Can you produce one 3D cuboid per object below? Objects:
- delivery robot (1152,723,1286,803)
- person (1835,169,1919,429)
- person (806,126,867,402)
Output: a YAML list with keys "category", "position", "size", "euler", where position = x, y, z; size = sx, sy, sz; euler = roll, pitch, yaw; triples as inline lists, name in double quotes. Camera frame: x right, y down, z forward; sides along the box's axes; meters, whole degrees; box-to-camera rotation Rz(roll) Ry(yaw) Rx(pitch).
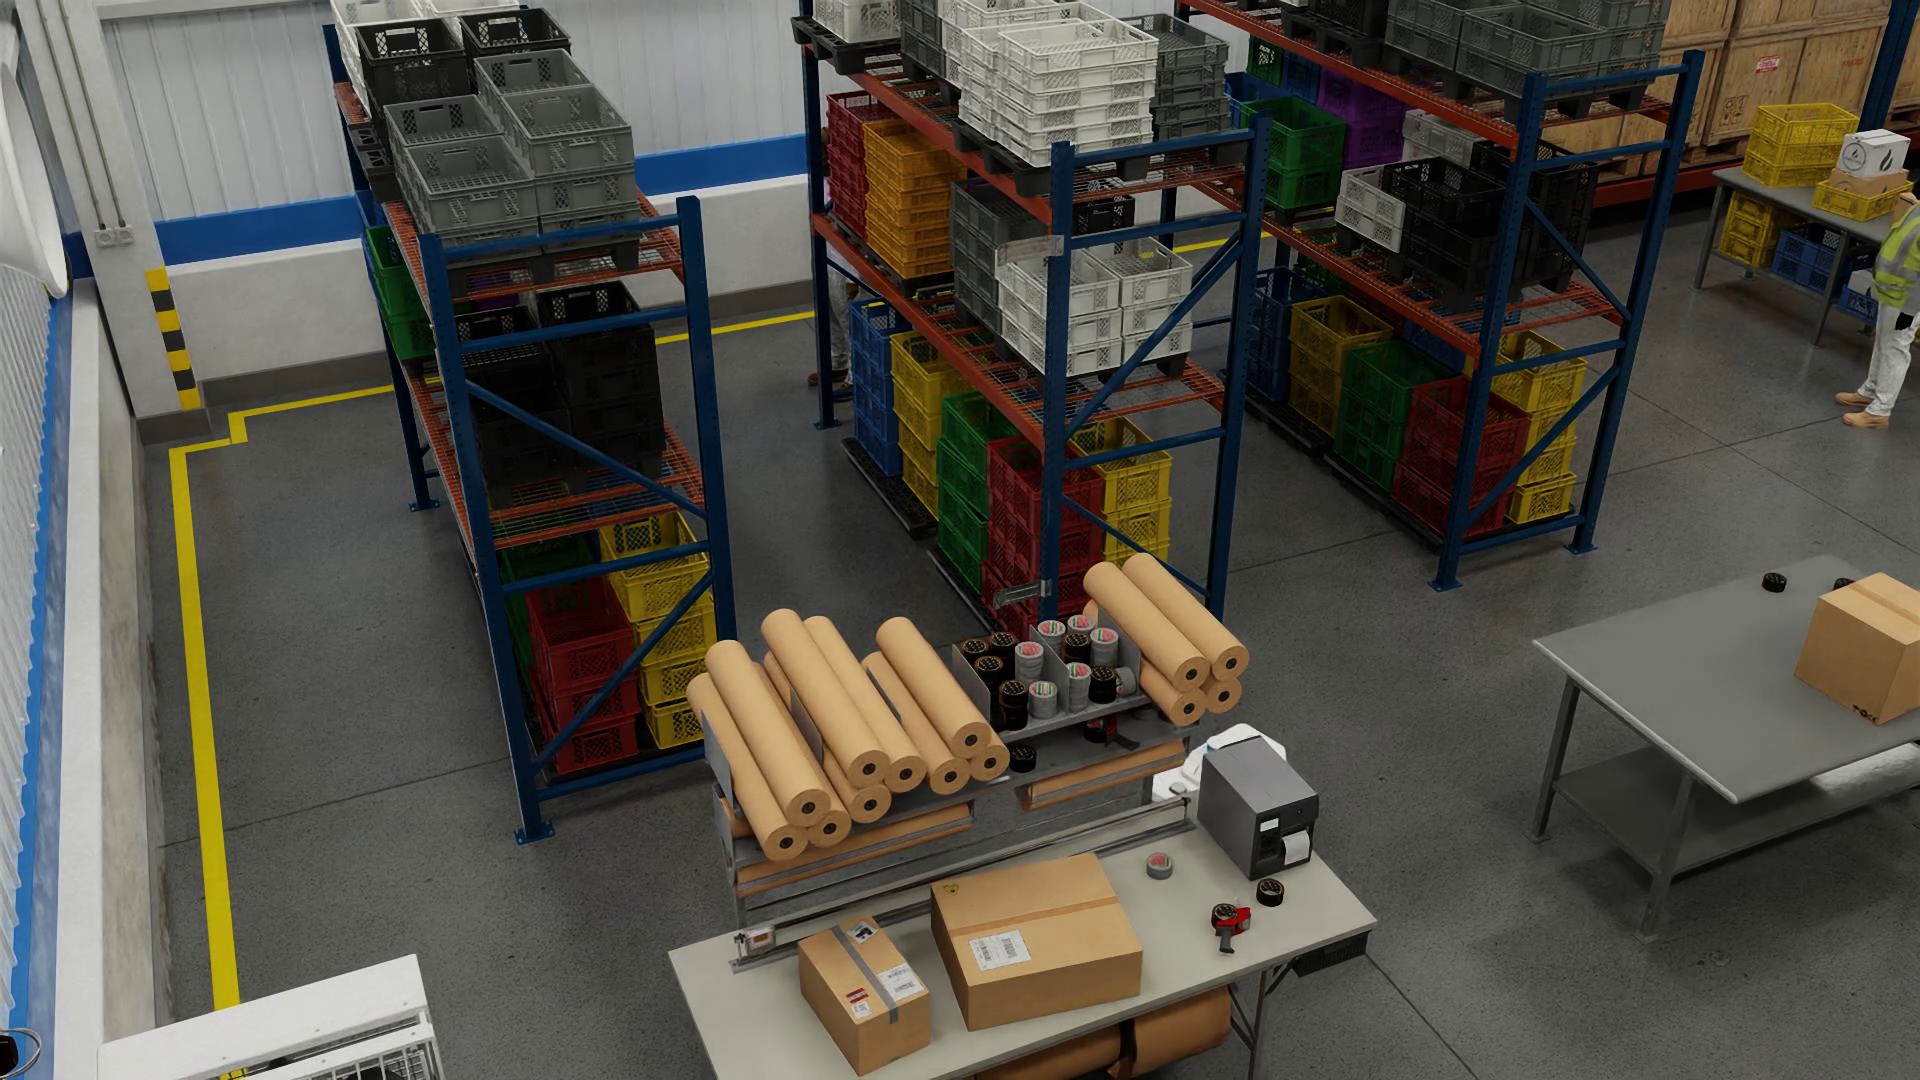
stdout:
- category: "delivery robot"
  position: [1.185, 1.131, 7.752]
  size: [0.707, 0.478, 0.477]
  euler: [-24, 39, -34]
- category: "person"
  position: [6.300, -1.641, 11.124]
  size: [0.429, 1.839, 0.634]
  euler: [10, 33, 15]
- category: "person"
  position: [-0.851, -1.896, 11.445]
  size: [0.356, 1.938, 0.633]
  euler: [-17, 36, -26]
